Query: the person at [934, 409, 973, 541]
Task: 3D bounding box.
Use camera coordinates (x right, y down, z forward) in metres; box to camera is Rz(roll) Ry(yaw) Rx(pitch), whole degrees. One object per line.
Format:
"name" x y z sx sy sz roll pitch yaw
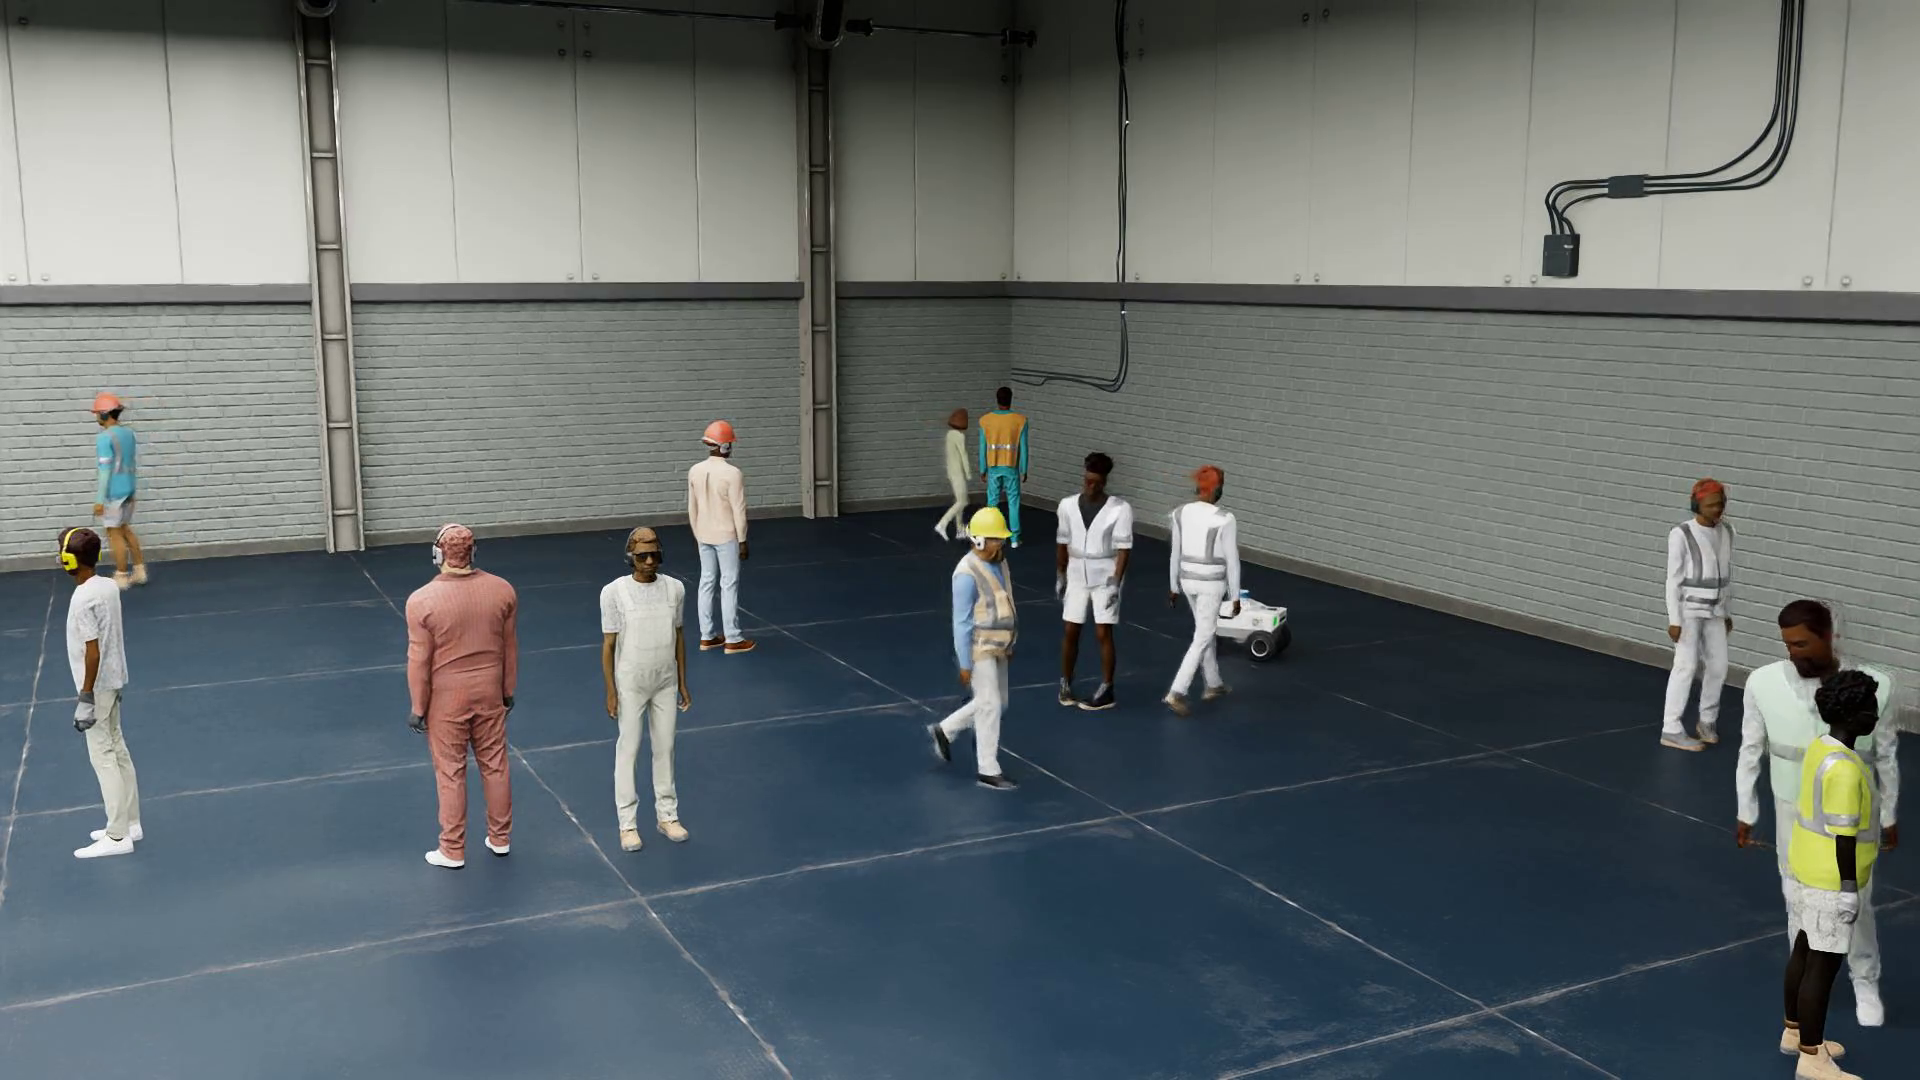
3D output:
"person" -0.060 -0.786 20.167 0.539 1.615 0.526 -3 10 -16

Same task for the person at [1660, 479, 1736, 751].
"person" 5.089 0.508 11.435 0.596 1.871 0.391 -4 10 -23

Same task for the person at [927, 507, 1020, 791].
"person" 0.086 0.674 10.583 0.631 1.812 0.603 4 10 23

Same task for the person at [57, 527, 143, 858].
"person" -4.850 0.849 9.341 0.310 1.864 0.533 -2 9 -10

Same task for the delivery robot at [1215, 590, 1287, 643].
"delivery robot" 2.407 0.669 14.182 0.707 0.478 0.477 5 10 26

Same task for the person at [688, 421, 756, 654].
"person" -2.055 -0.023 14.306 0.609 1.996 0.379 6 11 34

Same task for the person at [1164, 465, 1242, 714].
"person" 1.806 0.360 12.461 0.963 1.850 0.583 -8 12 -42

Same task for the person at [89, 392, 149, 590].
"person" -8.683 -0.494 17.072 0.389 2.042 0.622 0 9 -2

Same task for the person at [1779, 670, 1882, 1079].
"person" 3.534 1.356 6.736 0.318 1.697 0.534 3 10 16

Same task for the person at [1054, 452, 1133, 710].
"person" 0.984 0.302 12.473 0.649 1.946 0.421 4 10 25

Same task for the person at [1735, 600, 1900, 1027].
"person" 3.751 1.173 7.299 0.634 1.873 0.433 5 11 29

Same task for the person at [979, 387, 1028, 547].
"person" 0.516 -0.861 19.752 0.586 1.910 0.396 1 9 9

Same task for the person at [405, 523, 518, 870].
"person" -2.749 0.855 9.175 0.642 1.908 0.408 -9 13 -43

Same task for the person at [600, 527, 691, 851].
"person" -1.783 0.835 9.483 0.510 1.846 0.341 -6 11 -33
